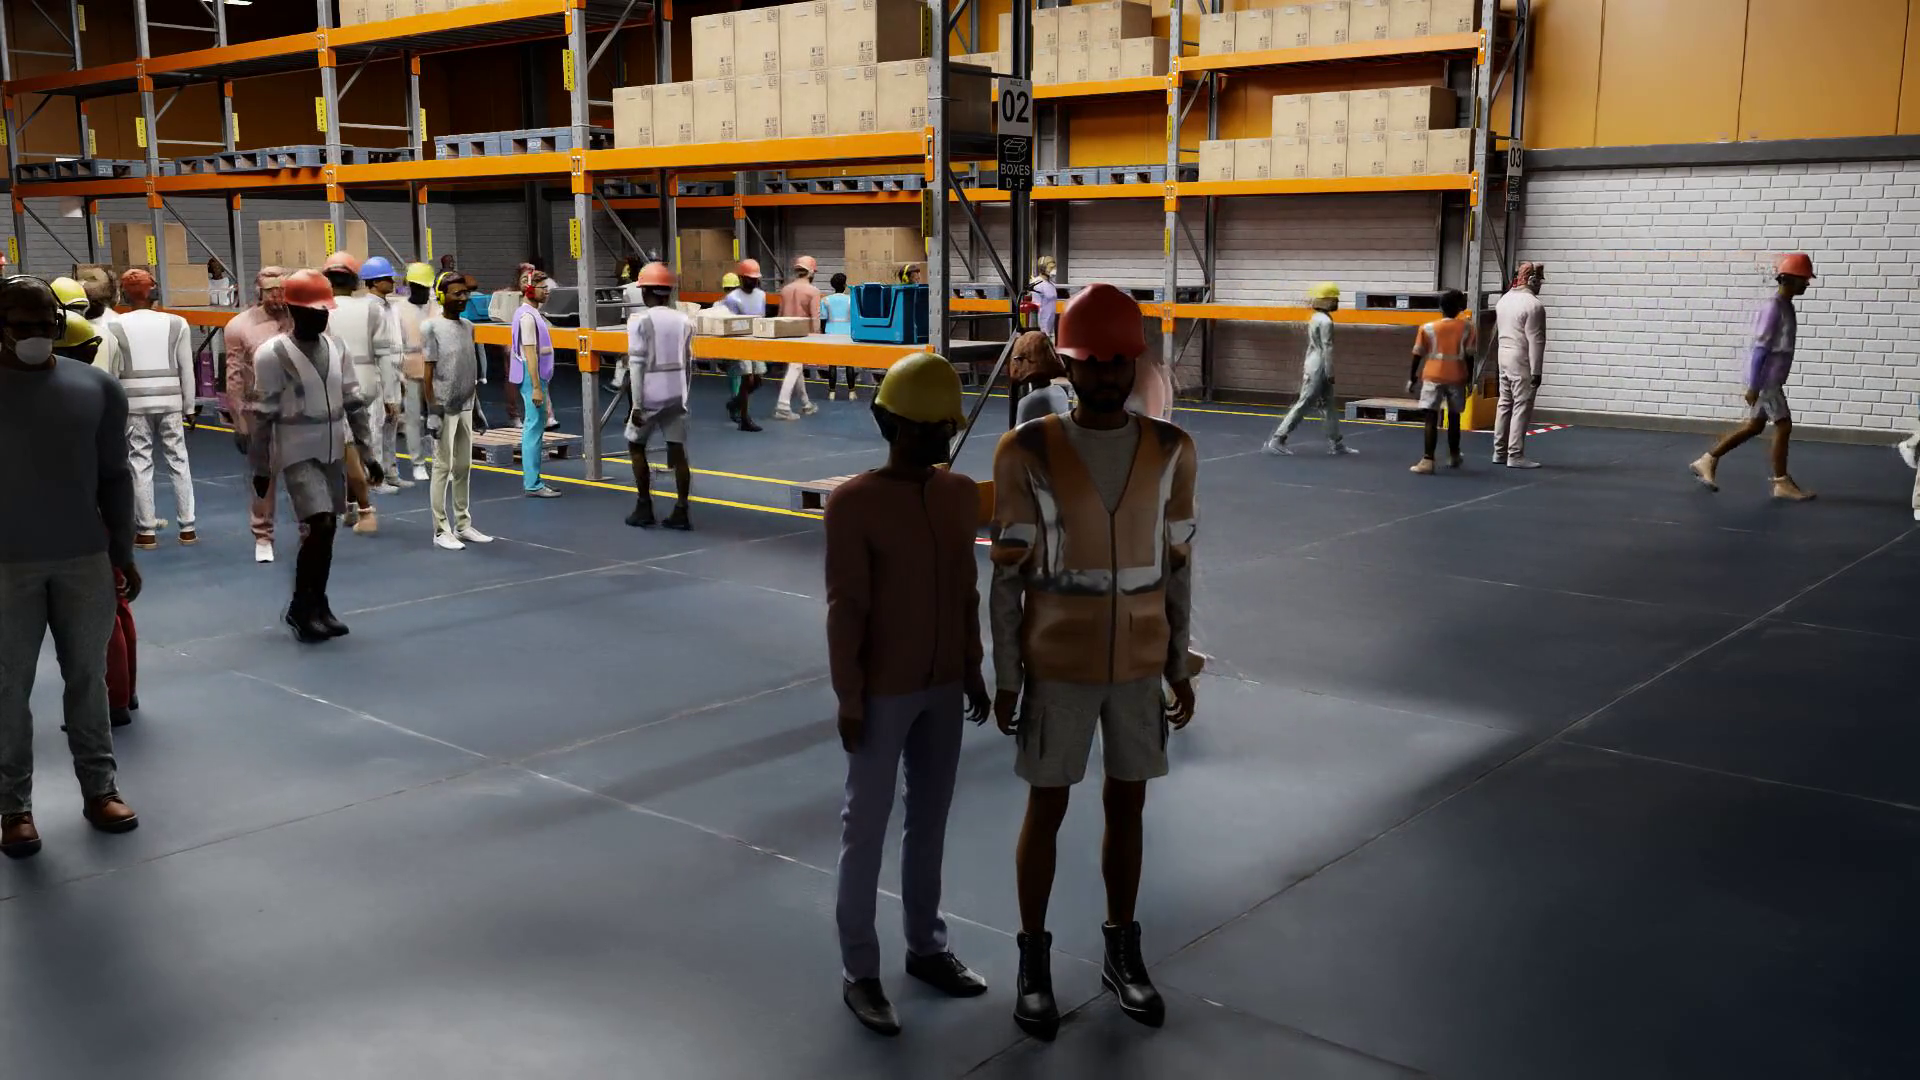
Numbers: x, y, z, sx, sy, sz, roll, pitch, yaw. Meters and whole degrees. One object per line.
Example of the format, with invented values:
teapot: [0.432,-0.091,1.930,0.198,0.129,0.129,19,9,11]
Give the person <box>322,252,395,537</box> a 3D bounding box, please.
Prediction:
person: [-4.394,-1.038,11.841,0.613,1.981,0.968,-8,13,-38]

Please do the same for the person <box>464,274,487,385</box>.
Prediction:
person: [-7.257,-3.125,24.730,0.279,1.633,0.499,5,11,27]

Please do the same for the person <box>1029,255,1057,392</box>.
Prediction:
person: [1.040,-2.586,20.795,0.352,1.937,0.635,4,11,20]

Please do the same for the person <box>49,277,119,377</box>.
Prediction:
person: [-5.715,-0.773,10.775,0.404,1.833,0.590,3,10,16]

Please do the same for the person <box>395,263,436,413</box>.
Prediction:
person: [-6.732,-2.527,20.682,0.587,1.885,0.822,-5,11,-28]

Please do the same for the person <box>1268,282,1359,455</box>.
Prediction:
person: [3.454,-1.662,16.231,0.897,1.702,0.497,0,10,2]

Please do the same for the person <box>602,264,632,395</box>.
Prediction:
person: [-4.565,-2.889,22.927,0.621,1.792,0.824,7,12,34]

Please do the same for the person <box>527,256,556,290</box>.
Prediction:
person: [-6.328,-3.327,25.130,0.506,1.896,0.617,9,14,43]

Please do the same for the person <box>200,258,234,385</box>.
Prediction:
person: [-10.931,-3.224,24.580,0.585,1.882,0.337,-3,10,-18]

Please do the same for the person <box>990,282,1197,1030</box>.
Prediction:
person: [0.355,0.313,4.295,0.552,1.935,0.370,-2,10,-12]

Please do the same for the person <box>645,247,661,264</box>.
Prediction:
person: [-4.621,-3.414,25.219,0.536,2.000,0.684,7,12,34]

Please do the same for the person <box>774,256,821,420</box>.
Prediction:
person: [-1.943,-2.413,19.853,0.675,1.935,0.954,8,13,37]

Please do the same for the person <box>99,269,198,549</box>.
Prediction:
person: [-5.463,-0.877,11.228,0.575,1.882,0.359,-7,12,-35]

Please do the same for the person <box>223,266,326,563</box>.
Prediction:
person: [-4.392,-0.812,10.808,0.667,1.904,0.400,-7,12,-33]

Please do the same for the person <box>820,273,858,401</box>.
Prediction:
person: [-1.594,-2.685,22.037,0.536,1.699,0.322,0,10,-2]

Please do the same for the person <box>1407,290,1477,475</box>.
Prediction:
person: [4.359,-1.432,15.068,0.582,1.639,0.799,1,10,8]

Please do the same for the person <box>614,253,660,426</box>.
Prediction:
person: [-3.639,-2.269,18.910,0.607,1.966,0.367,-5,11,-26]

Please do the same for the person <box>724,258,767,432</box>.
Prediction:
person: [-2.385,-2.151,18.393,0.614,1.913,0.577,9,13,41]

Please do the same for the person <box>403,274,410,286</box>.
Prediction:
person: [-8.539,-3.337,25.933,0.500,1.636,0.286,-2,10,-10]

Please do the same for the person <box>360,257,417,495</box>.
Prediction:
person: [-4.776,-1.350,13.722,0.375,1.950,0.614,1,10,7]

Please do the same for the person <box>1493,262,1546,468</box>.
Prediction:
person: [5.195,-1.606,15.356,0.401,1.894,0.653,-2,10,-12]

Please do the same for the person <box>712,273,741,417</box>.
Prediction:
person: [-2.678,-2.276,19.634,0.559,1.721,0.876,1,10,7]

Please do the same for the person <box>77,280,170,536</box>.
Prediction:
person: [-5.972,-0.901,11.593,0.856,1.791,0.613,-2,10,-10]

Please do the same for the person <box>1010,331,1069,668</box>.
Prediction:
person: [0.382,-0.178,7.956,0.285,1.631,0.501,4,11,22]

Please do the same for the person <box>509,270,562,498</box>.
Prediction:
person: [-3.476,-1.264,13.531,0.377,1.844,0.570,-3,10,-15]

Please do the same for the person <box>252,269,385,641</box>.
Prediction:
person: [-3.315,-0.426,8.555,0.495,1.914,0.559,5,11,26]

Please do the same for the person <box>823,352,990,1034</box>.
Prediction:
person: [-0.123,0.388,4.375,0.522,1.761,0.321,-10,14,-44]

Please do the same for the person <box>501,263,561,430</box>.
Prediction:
person: [-4.805,-2.130,18.447,0.670,1.847,0.977,-8,13,-38]

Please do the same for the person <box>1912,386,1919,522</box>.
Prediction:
person: [7.339,-0.940,12.282,0.516,1.636,0.314,1,10,6]

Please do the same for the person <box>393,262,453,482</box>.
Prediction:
person: [-4.628,-1.432,14.336,0.605,1.893,0.697,-8,13,-38]

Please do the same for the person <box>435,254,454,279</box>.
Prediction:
person: [-8.855,-4.004,28.949,0.409,1.912,0.649,-8,13,-40]

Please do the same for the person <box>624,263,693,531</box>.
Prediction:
person: [-2.196,-1.030,12.006,0.569,1.908,0.719,-10,14,-43]

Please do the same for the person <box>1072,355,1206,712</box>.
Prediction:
person: [0.724,-0.133,7.146,0.673,1.826,0.631,4,11,24]

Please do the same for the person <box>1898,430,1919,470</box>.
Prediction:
person: [8.975,-1.502,14.915,0.531,1.849,0.849,-8,13,-37]

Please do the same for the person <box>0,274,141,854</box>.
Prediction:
person: [-3.115,0.075,5.662,0.628,1.935,0.373,-9,14,-43]

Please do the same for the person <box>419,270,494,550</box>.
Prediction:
person: [-3.412,-0.877,11.258,0.326,1.874,0.518,4,11,23]

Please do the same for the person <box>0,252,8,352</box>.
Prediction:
person: [-12.087,-2.642,20.952,0.381,1.994,0.617,3,10,15]

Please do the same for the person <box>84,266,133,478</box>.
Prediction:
person: [-6.073,-0.941,11.556,0.631,1.913,0.823,6,11,29]

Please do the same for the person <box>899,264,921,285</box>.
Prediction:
person: [-0.543,-1.957,17.451,0.489,1.850,0.559,4,11,21]

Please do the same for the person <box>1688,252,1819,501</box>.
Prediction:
person: [6.475,-1.331,13.508,0.946,2.003,0.623,7,12,33]

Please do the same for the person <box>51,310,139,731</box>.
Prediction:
person: [-3.706,-0.082,7.034,0.312,1.769,0.522,-3,10,-15]
